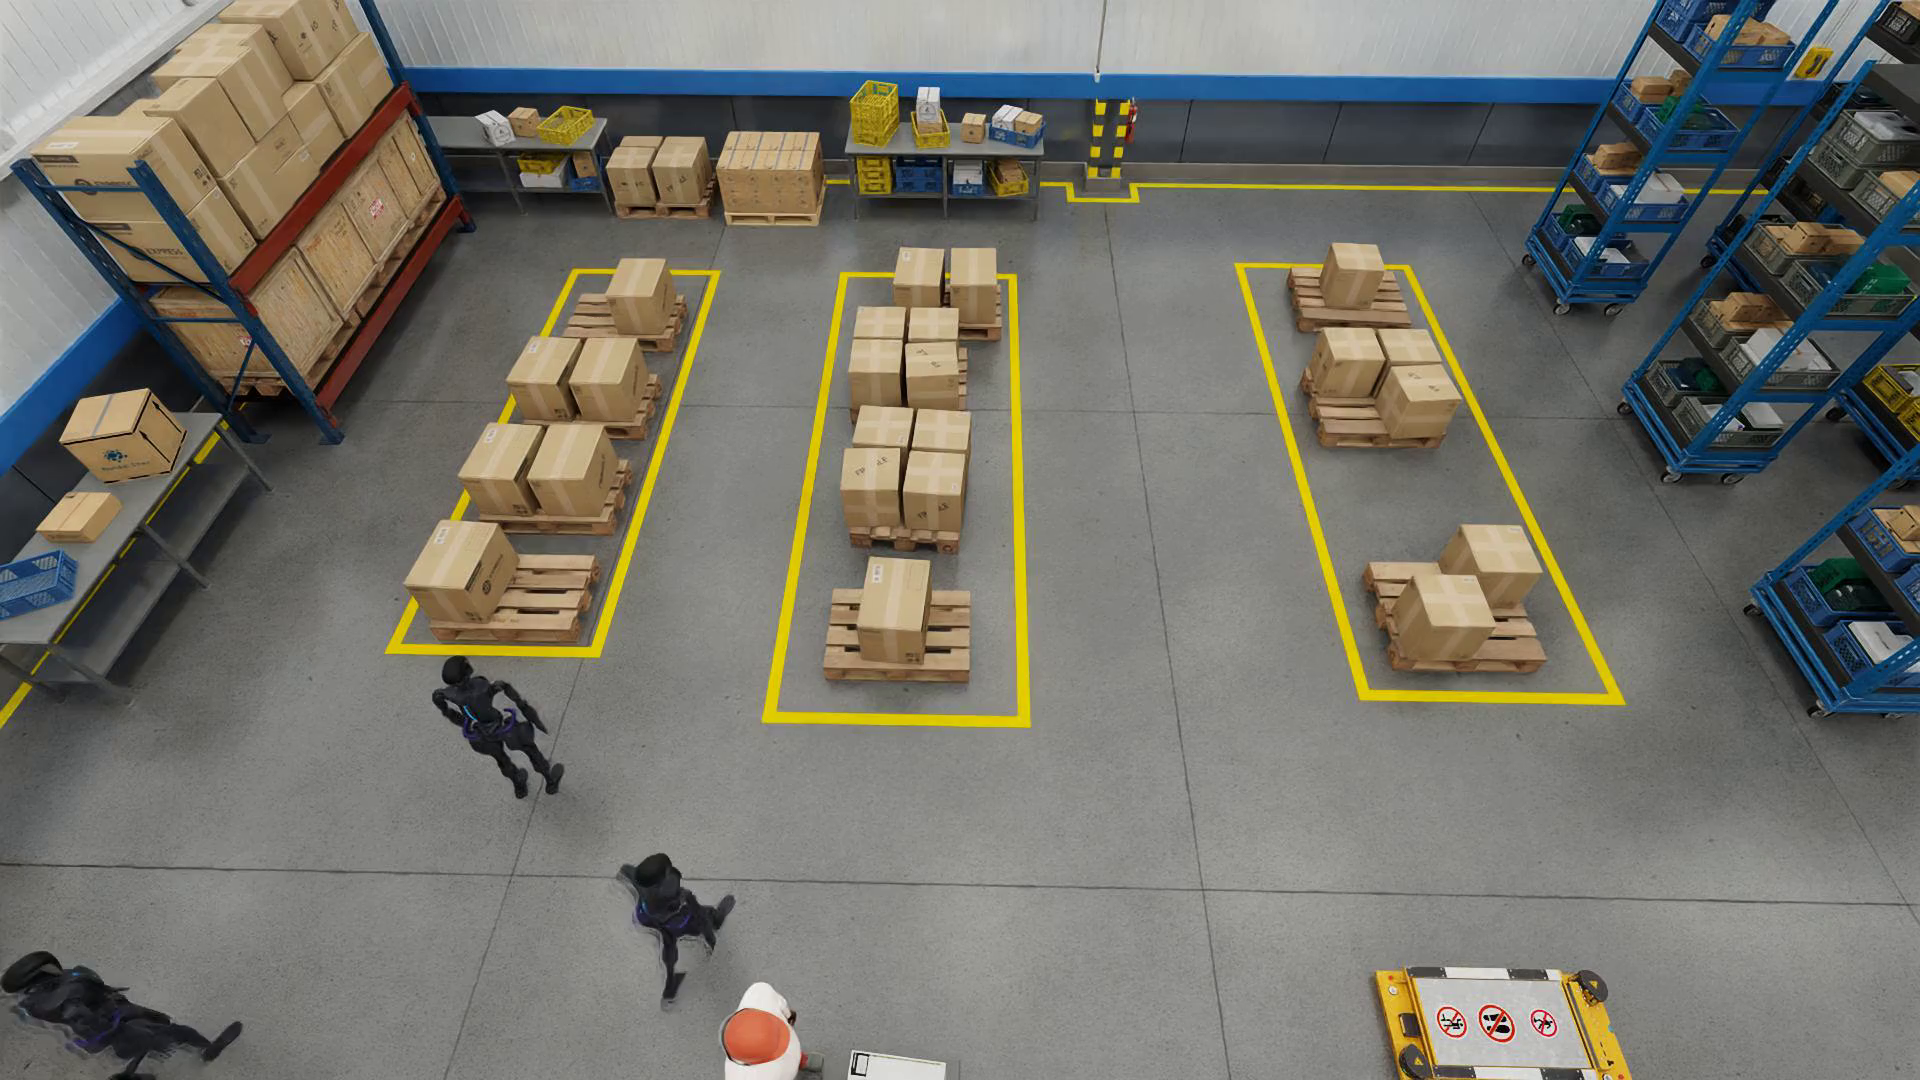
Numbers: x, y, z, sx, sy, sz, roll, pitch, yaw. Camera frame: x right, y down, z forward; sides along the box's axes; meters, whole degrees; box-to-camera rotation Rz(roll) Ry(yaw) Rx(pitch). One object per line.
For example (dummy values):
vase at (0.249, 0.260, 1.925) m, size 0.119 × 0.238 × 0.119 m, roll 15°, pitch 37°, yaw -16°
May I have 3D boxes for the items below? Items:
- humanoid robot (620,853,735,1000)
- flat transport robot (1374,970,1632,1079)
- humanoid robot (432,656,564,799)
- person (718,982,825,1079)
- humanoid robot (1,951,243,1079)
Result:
humanoid robot at (-1.807, 2.325, 5.722) m, size 0.577 × 1.648 × 0.732 m, roll 11°, pitch 52°, yaw 9°
flat transport robot at (3.501, 3.133, 5.914) m, size 1.431 × 0.197 × 0.652 m, roll 1°, pitch 51°, yaw 1°
humanoid robot at (-3.267, 1.321, 6.496) m, size 0.575 × 1.652 × 0.346 m, roll -8°, pitch 51°, yaw -6°
person at (-1.010, 2.884, 5.031) m, size 0.395 × 1.990 × 0.621 m, roll 1°, pitch 51°, yaw 1°
humanoid robot at (-4.944, 2.817, 5.283) m, size 0.636 × 1.628 × 0.530 m, roll 28°, pitch 56°, yaw 21°
